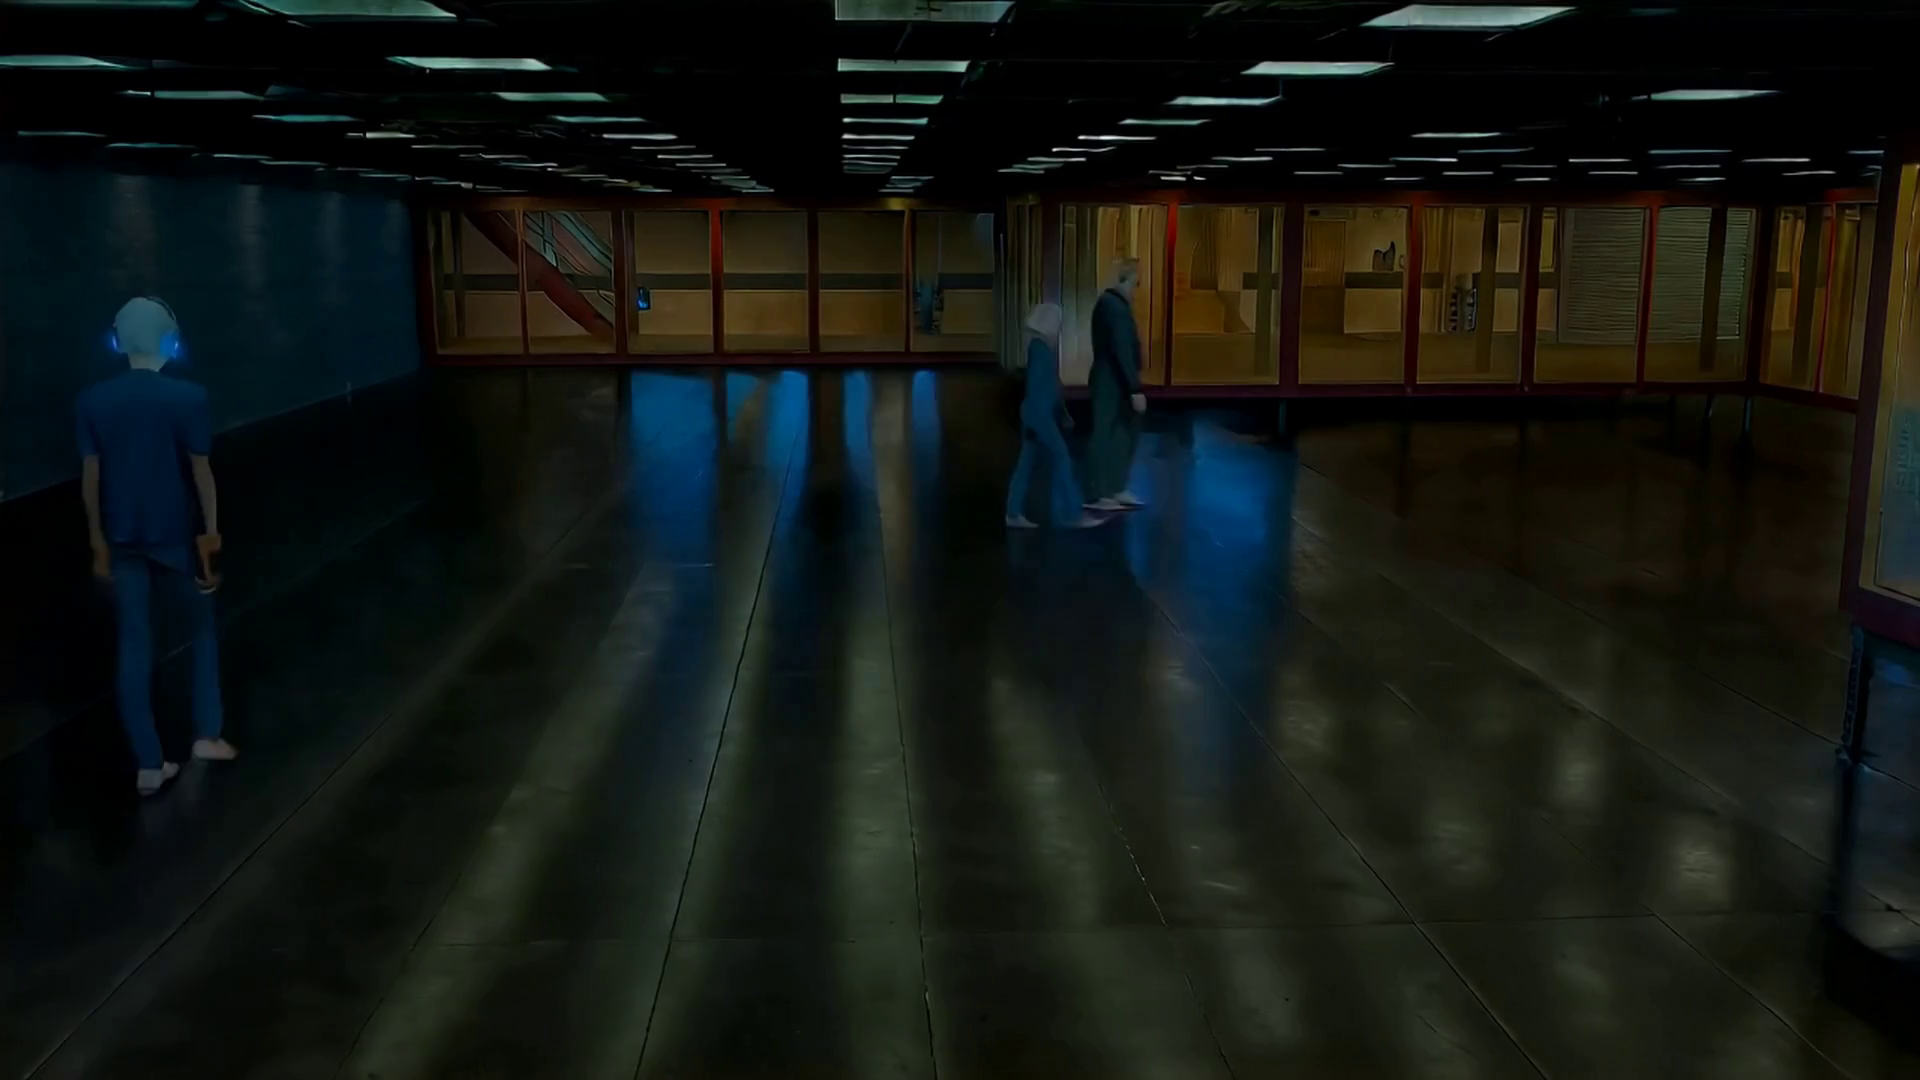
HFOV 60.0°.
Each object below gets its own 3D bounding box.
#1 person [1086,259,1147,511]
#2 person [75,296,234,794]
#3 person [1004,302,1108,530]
[{"bbox_3d":[1.218,-1.141,12.404,0.614,1.881,0.635,1,11,4],"label":"person"},{"bbox_3d":[-3.053,0.007,6.327,0.533,1.842,0.658,-2,11,-10],"label":"person"},{"bbox_3d":[0.679,-0.851,11.596,0.799,1.598,0.503,0,11,2],"label":"person"}]
